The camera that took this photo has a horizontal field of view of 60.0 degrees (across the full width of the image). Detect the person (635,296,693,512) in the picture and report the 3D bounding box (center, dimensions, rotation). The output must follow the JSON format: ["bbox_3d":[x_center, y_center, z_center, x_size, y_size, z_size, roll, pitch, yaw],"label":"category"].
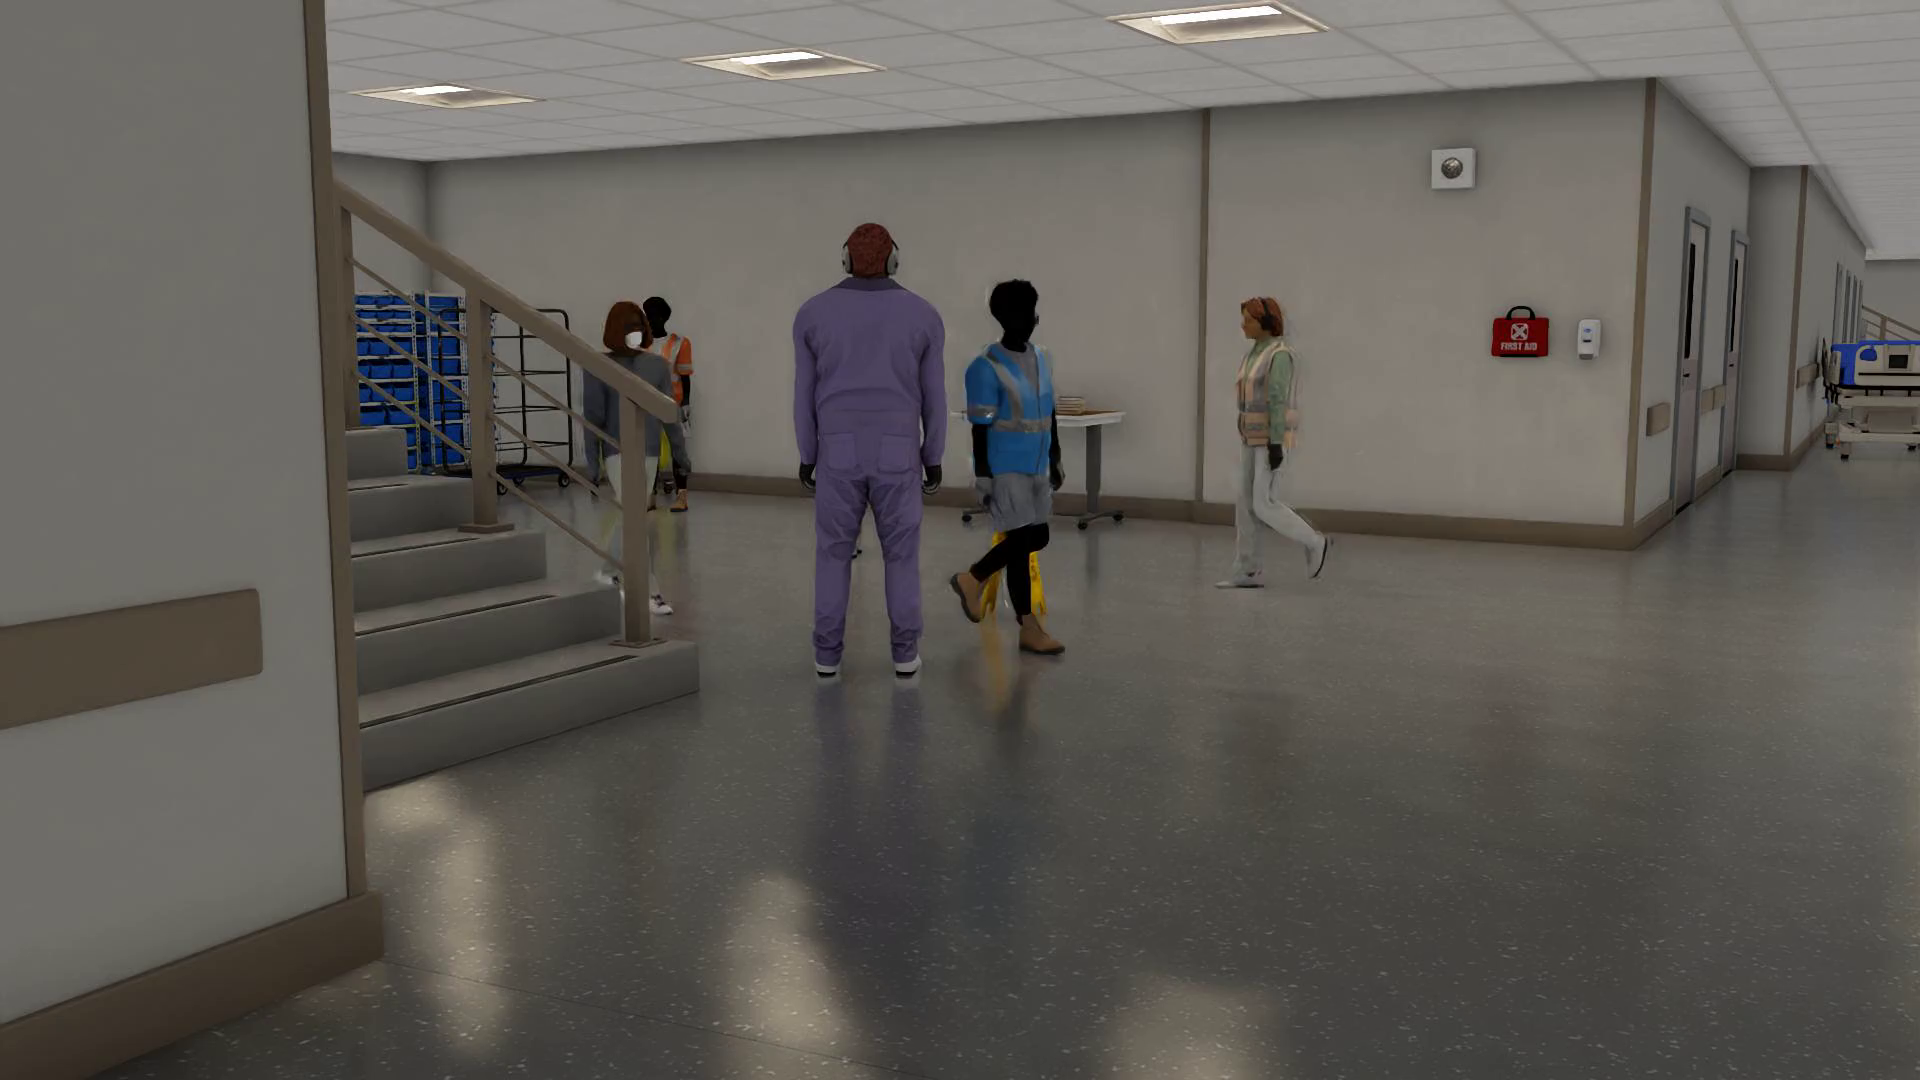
[{"bbox_3d":[-2.344,-1.055,13.016,0.530,1.689,0.321,1,7,5],"label":"person"}]

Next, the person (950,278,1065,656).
[{"bbox_3d":[0.187,-0.328,7.456,0.603,1.670,0.572,6,9,39],"label":"person"}]

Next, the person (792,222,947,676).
[{"bbox_3d":[-0.376,-0.375,7.009,0.644,1.899,0.397,0,7,-1],"label":"person"}]

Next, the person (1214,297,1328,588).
[{"bbox_3d":[1.726,-0.525,9.177,0.536,1.621,0.528,-2,8,-15],"label":"person"}]

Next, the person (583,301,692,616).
[{"bbox_3d":[-1.720,-0.438,8.635,0.837,1.596,0.509,7,10,44],"label":"person"}]
